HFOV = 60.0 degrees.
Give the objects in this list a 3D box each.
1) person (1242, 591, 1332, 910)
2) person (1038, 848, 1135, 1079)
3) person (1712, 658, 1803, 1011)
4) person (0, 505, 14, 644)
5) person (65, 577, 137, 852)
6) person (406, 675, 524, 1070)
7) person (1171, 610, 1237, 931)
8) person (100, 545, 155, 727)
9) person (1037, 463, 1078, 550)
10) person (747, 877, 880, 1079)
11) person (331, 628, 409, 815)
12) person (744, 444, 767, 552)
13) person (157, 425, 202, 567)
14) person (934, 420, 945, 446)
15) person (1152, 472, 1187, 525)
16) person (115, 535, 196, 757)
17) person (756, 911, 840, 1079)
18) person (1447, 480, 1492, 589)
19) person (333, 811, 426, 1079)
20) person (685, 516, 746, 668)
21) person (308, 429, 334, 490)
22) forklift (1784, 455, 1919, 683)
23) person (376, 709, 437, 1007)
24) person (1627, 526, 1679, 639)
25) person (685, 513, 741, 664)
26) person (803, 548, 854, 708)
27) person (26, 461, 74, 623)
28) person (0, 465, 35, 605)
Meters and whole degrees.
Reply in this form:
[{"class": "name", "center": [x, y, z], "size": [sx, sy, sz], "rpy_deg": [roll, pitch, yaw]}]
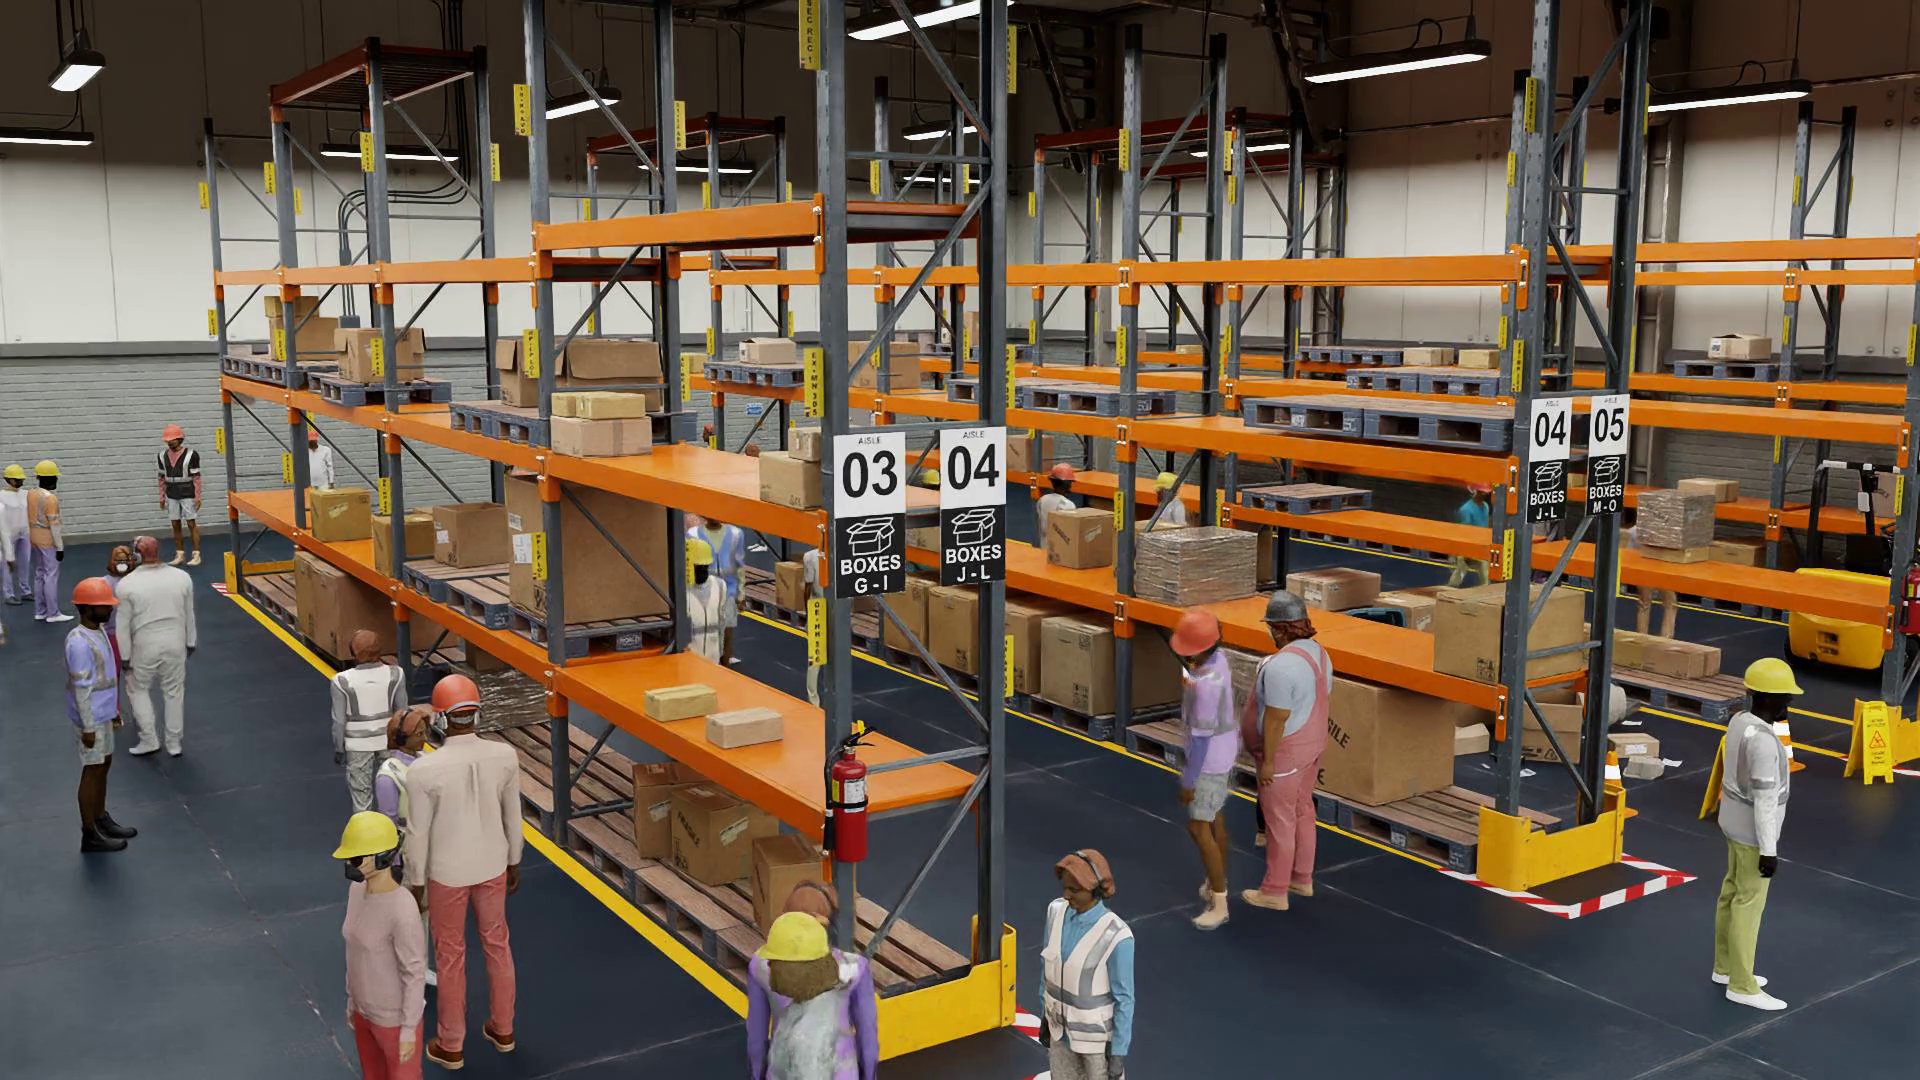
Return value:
[{"class": "person", "center": [2.063, 1.313, 10.619], "size": [0.535, 2.000, 0.686], "rpy_deg": [6, 11, 37]}, {"class": "person", "center": [0.518, 2.069, 6.918], "size": [0.308, 1.640, 0.511], "rpy_deg": [-7, 11, -39]}, {"class": "person", "center": [4.375, 1.591, 9.146], "size": [0.364, 1.928, 0.586], "rpy_deg": [2, 9, 10]}, {"class": "person", "center": [-10.974, 0.217, 18.567], "size": [0.971, 1.839, 0.595], "rpy_deg": [6, 11, 37]}, {"class": "person", "center": [-6.023, 1.215, 11.642], "size": [0.381, 1.933, 0.546], "rpy_deg": [-2, 9, -14]}, {"class": "person", "center": [-2.518, 1.666, 8.460], "size": [0.612, 1.986, 0.401], "rpy_deg": [-8, 12, -43]}, {"class": "person", "center": [1.523, 1.383, 10.368], "size": [0.390, 1.992, 0.740], "rpy_deg": [2, 9, 15]}, {"class": "person", "center": [-7.535, 0.854, 15.029], "size": [0.285, 1.631, 0.501], "rpy_deg": [6, 10, 35]}, {"class": "person", "center": [1.095, 0.173, 18.257], "size": [0.415, 2.035, 0.604], "rpy_deg": [-6, 10, -33]}, {"class": "person", "center": [-0.573, 2.133, 6.518], "size": [0.521, 1.637, 0.310], "rpy_deg": [1, 9, 9]}, {"class": "person", "center": [-3.993, 1.410, 11.305], "size": [0.511, 1.640, 0.308], "rpy_deg": [-5, 10, -33]}, {"class": "person", "center": [-3.081, -0.638, 24.999], "size": [0.304, 1.624, 0.499], "rpy_deg": [-2, 9, -11]}, {"class": "person", "center": [-11.062, -0.621, 23.555], "size": [0.612, 2.029, 0.410], "rpy_deg": [1, 9, 5]}, {"class": "person", "center": [-0.338, -1.303, 29.366], "size": [0.315, 1.640, 0.515], "rpy_deg": [2, 9, 12]}, {"class": "person", "center": [2.430, 0.136, 19.305], "size": [0.405, 1.821, 0.638], "rpy_deg": [-2, 9, -15]}, {"class": "person", "center": [-6.742, 0.891, 13.951], "size": [0.505, 1.893, 0.708], "rpy_deg": [8, 12, 43]}, {"class": "person", "center": [-0.526, 2.169, 6.045], "size": [0.872, 1.705, 0.495], "rpy_deg": [-1, 9, -7]}, {"class": "person", "center": [6.175, 0.085, 19.916], "size": [0.578, 1.696, 0.921], "rpy_deg": [-7, 11, -37]}, {"class": "person", "center": [-2.432, 1.996, 6.987], "size": [0.531, 1.768, 0.311], "rpy_deg": [8, 11, 42]}, {"class": "person", "center": [-2.382, 0.501, 16.097], "size": [0.607, 2.026, 0.636], "rpy_deg": [-3, 9, -20]}, {"class": "person", "center": [-10.306, -0.936, 26.595], "size": [0.573, 1.741, 0.355], "rpy_deg": [-4, 9, -24]}, {"class": "forklift", "center": [9.643, 0.253, 17.172], "size": [2.313, 2.155, 1.214], "rpy_deg": [-6, 10, -33]}, {"class": "person", "center": [-3.027, 1.732, 9.169], "size": [0.309, 1.636, 0.523], "rpy_deg": [1, 9, 7]}, {"class": "person", "center": [7.437, 0.383, 17.822], "size": [0.582, 1.731, 0.422], "rpy_deg": [4, 10, 27]}, {"class": "person", "center": [-2.636, 0.385, 17.343], "size": [0.602, 1.873, 0.674], "rpy_deg": [1, 9, 9]}, {"class": "person", "center": [-1.203, 0.710, 15.228], "size": [0.518, 1.865, 0.330], "rpy_deg": [-7, 11, -38]}, {"class": "person", "center": [-10.761, 0.021, 19.645], "size": [0.586, 1.921, 0.386], "rpy_deg": [7, 11, 37]}, {"class": "person", "center": [-11.761, -0.067, 20.755], "size": [0.338, 1.757, 0.518], "rpy_deg": [3, 9, 22]}]
